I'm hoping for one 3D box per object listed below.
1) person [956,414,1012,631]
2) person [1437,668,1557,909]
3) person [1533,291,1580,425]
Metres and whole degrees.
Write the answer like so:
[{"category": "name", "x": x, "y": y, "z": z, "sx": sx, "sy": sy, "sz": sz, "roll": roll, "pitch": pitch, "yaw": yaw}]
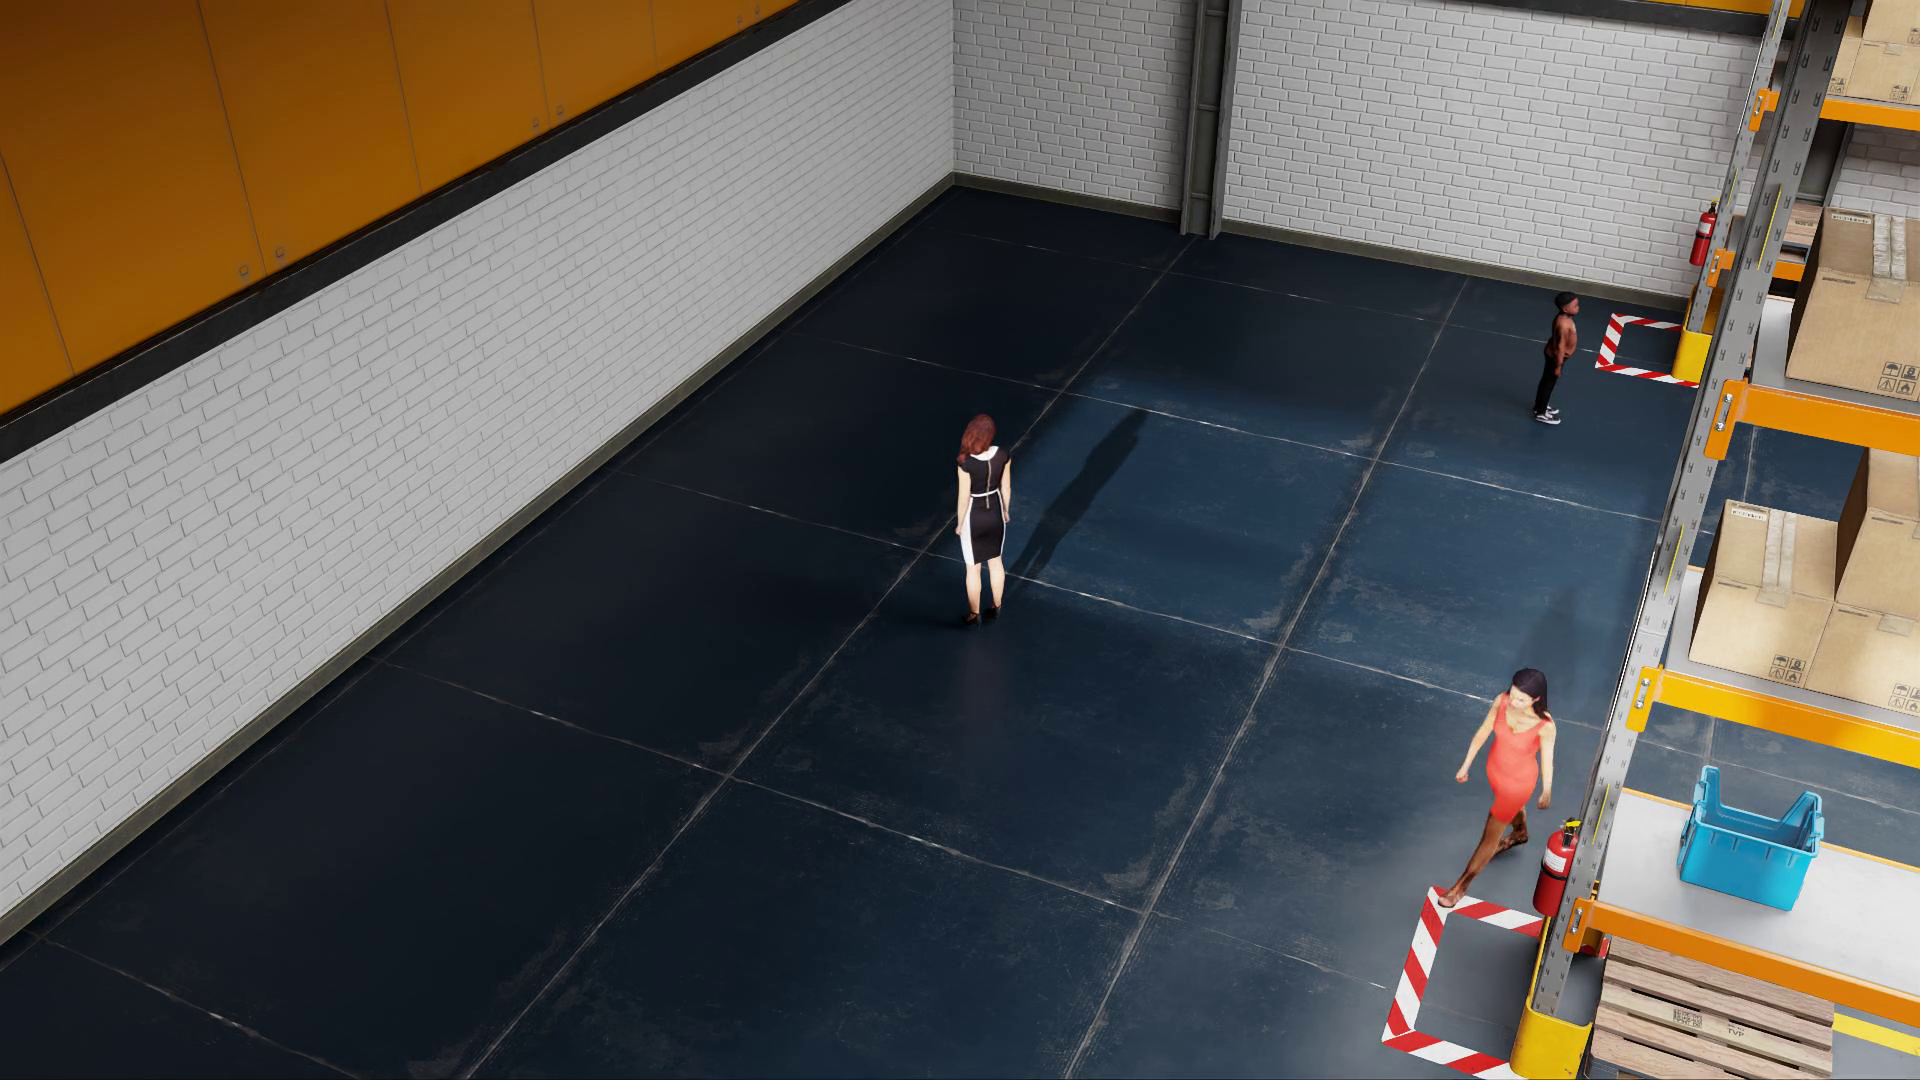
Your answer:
[{"category": "person", "x": 0.169, "y": -0.128, "z": 12.231, "sx": 0.645, "sy": 1.796, "sz": 0.680, "roll": -15, "pitch": 36, "yaw": -21}, {"category": "person", "x": 3.365, "y": 1.410, "z": 10.033, "sx": 1.107, "sy": 1.669, "sz": 1.203, "roll": -20, "pitch": 38, "yaw": -27}, {"category": "person", "x": 5.385, "y": -1.673, "z": 15.045, "sx": 0.516, "sy": 1.254, "sz": 0.547, "roll": 9, "pitch": 35, "yaw": 13}]
